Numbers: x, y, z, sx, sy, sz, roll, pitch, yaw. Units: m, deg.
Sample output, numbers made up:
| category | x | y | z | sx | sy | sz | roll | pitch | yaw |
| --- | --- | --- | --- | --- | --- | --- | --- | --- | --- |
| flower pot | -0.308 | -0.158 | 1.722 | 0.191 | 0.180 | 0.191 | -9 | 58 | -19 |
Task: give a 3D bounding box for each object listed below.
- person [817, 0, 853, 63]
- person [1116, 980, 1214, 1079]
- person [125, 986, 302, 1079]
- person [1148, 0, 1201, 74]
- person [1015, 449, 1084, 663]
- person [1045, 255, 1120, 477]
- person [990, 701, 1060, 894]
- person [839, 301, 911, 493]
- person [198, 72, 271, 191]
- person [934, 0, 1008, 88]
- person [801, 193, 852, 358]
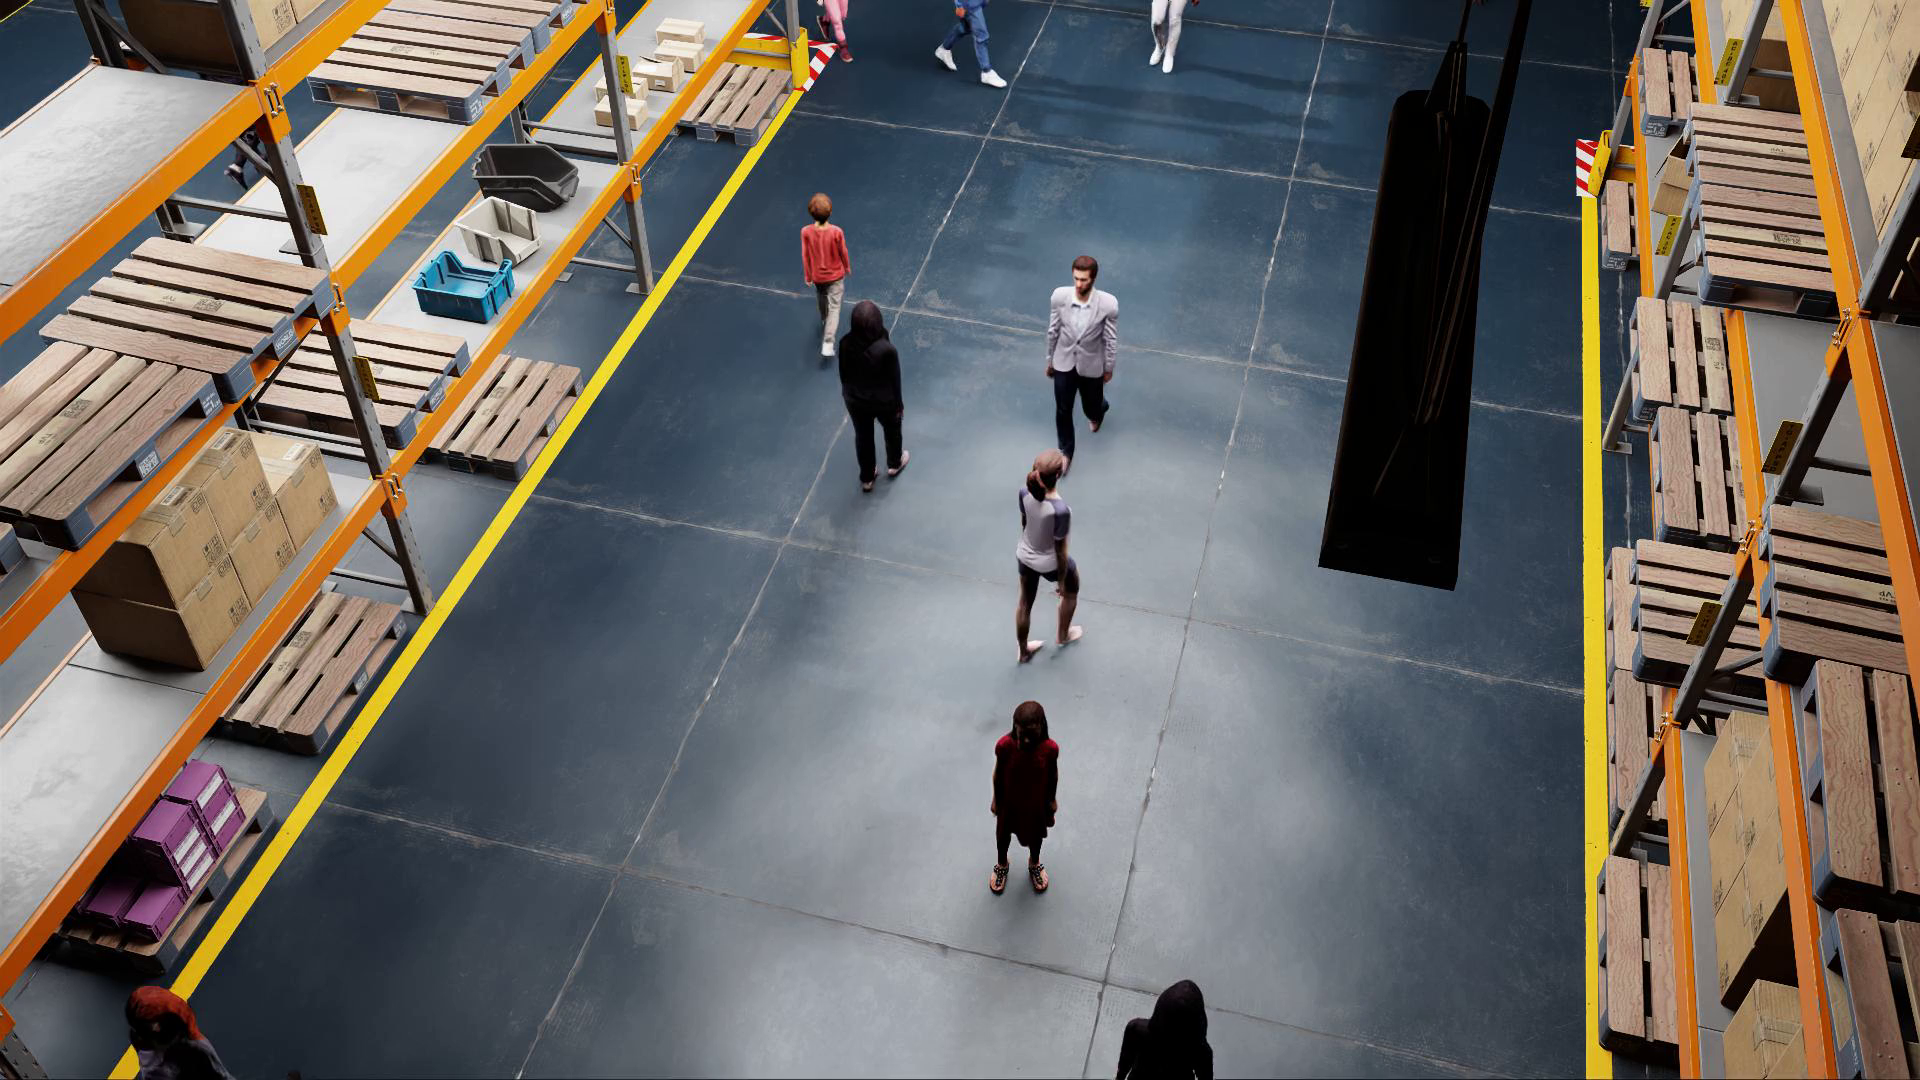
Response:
| category | x | y | z | sx | sy | sz | roll | pitch | yaw |
| --- | --- | --- | --- | --- | --- | --- | --- | --- | --- |
| person | -1.339 | -5.709 | 17.208 | 0.921 | 1.430 | 0.975 | -24 | 49 | -23 |
| person | 0.928 | 2.785 | 8.042 | 0.748 | 1.774 | 0.988 | 19 | 47 | 19 |
| person | -3.678 | 2.662 | 8.185 | 0.605 | 1.755 | 1.029 | 9 | 44 | 9 |
| person | 2.170 | -5.655 | 16.883 | 0.758 | 1.799 | 0.651 | 14 | 45 | 14 |
| person | 0.484 | 0.168 | 10.806 | 0.760 | 1.752 | 0.854 | 29 | 51 | 27 |
| person | 0.913 | -1.355 | 12.343 | 0.712 | 1.836 | 0.962 | 14 | 45 | 14 |
| person | 0.374 | 1.455 | 9.599 | 0.615 | 1.553 | 0.670 | 0 | 44 | 0 |
| person | -0.664 | -0.991 | 12.130 | 0.681 | 1.603 | 0.732 | 13 | 45 | 13 |
| person | -6.689 | -4.060 | 15.197 | 0.732 | 1.816 | 1.042 | 14 | 45 | 14 |
| person | 0.059 | -5.476 | 16.705 | 0.921 | 1.786 | 1.129 | 20 | 47 | 20 |
| person | -1.086 | -2.128 | 13.471 | 0.547 | 1.399 | 0.932 | 8 | 44 | 9 |
